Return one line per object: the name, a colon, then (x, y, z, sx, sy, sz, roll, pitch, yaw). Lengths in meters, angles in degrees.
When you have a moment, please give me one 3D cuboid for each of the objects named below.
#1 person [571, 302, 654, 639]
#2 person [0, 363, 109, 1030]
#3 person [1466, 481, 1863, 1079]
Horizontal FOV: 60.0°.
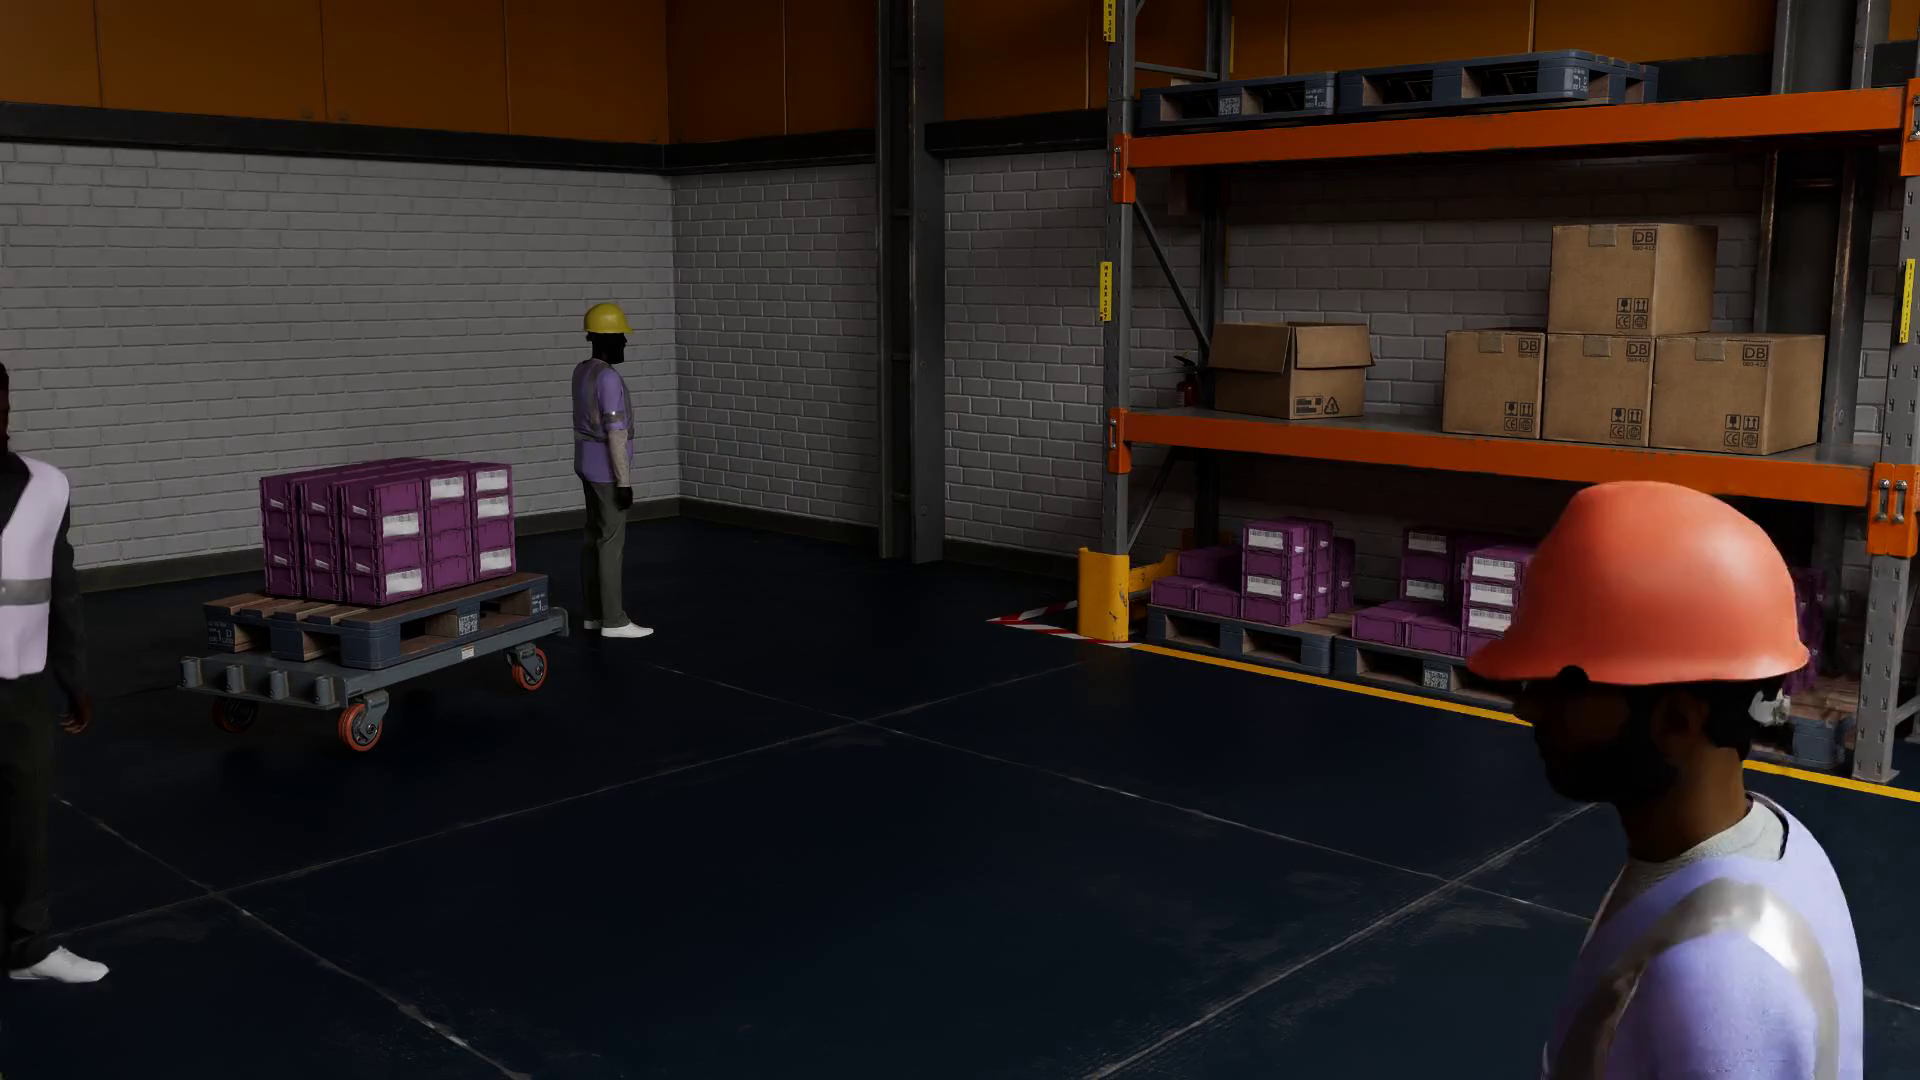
person: (-2.030, -0.395, 9.584, 0.365, 1.928, 0.586, -6, 11, -32)
person: (-2.758, 0.421, 4.685, 0.410, 1.905, 0.601, 5, 10, 26)
person: (0.657, 0.889, 1.763, 0.671, 1.913, 0.549, 5, 11, 30)
